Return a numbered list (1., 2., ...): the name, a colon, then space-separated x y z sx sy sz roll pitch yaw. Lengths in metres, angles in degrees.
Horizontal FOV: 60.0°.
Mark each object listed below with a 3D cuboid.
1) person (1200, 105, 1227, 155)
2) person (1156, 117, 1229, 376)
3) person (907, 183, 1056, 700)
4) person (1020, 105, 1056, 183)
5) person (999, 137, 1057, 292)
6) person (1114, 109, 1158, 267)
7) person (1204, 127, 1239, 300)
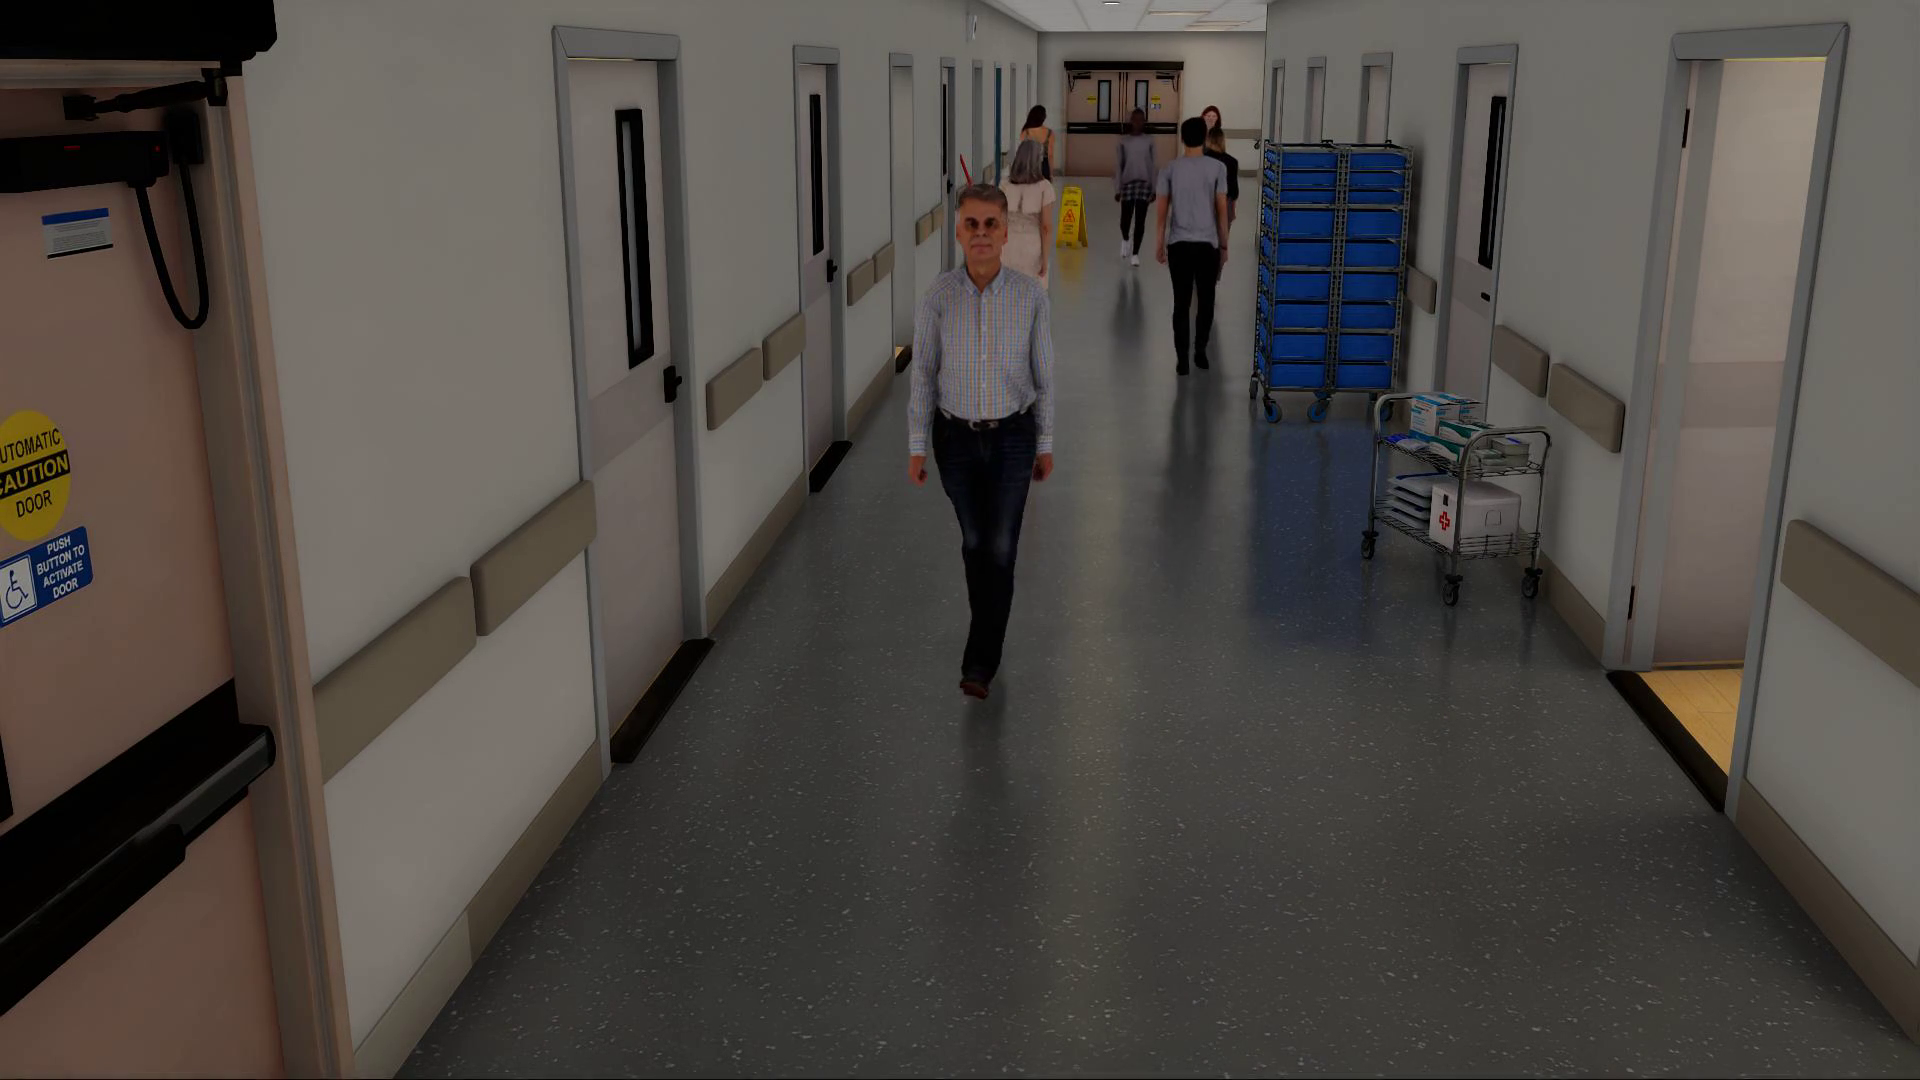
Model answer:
1. person: 3.057 -4.481 20.664 0.651 1.770 0.825 3 16 11
2. person: 1.690 -2.110 12.107 0.701 1.850 0.648 3 16 9
3. person: 0.093 -0.359 6.046 0.725 1.770 1.193 3 16 10
4. person: 1.007 -4.678 21.408 0.655 1.747 0.985 0 16 -1
5. person: 0.430 -1.963 11.868 0.736 1.697 1.192 4 16 15
6. person: 2.024 -4.051 19.163 0.668 1.758 0.881 1 16 4
7. person: 2.462 -3.111 16.081 0.667 1.621 1.056 3 16 10
